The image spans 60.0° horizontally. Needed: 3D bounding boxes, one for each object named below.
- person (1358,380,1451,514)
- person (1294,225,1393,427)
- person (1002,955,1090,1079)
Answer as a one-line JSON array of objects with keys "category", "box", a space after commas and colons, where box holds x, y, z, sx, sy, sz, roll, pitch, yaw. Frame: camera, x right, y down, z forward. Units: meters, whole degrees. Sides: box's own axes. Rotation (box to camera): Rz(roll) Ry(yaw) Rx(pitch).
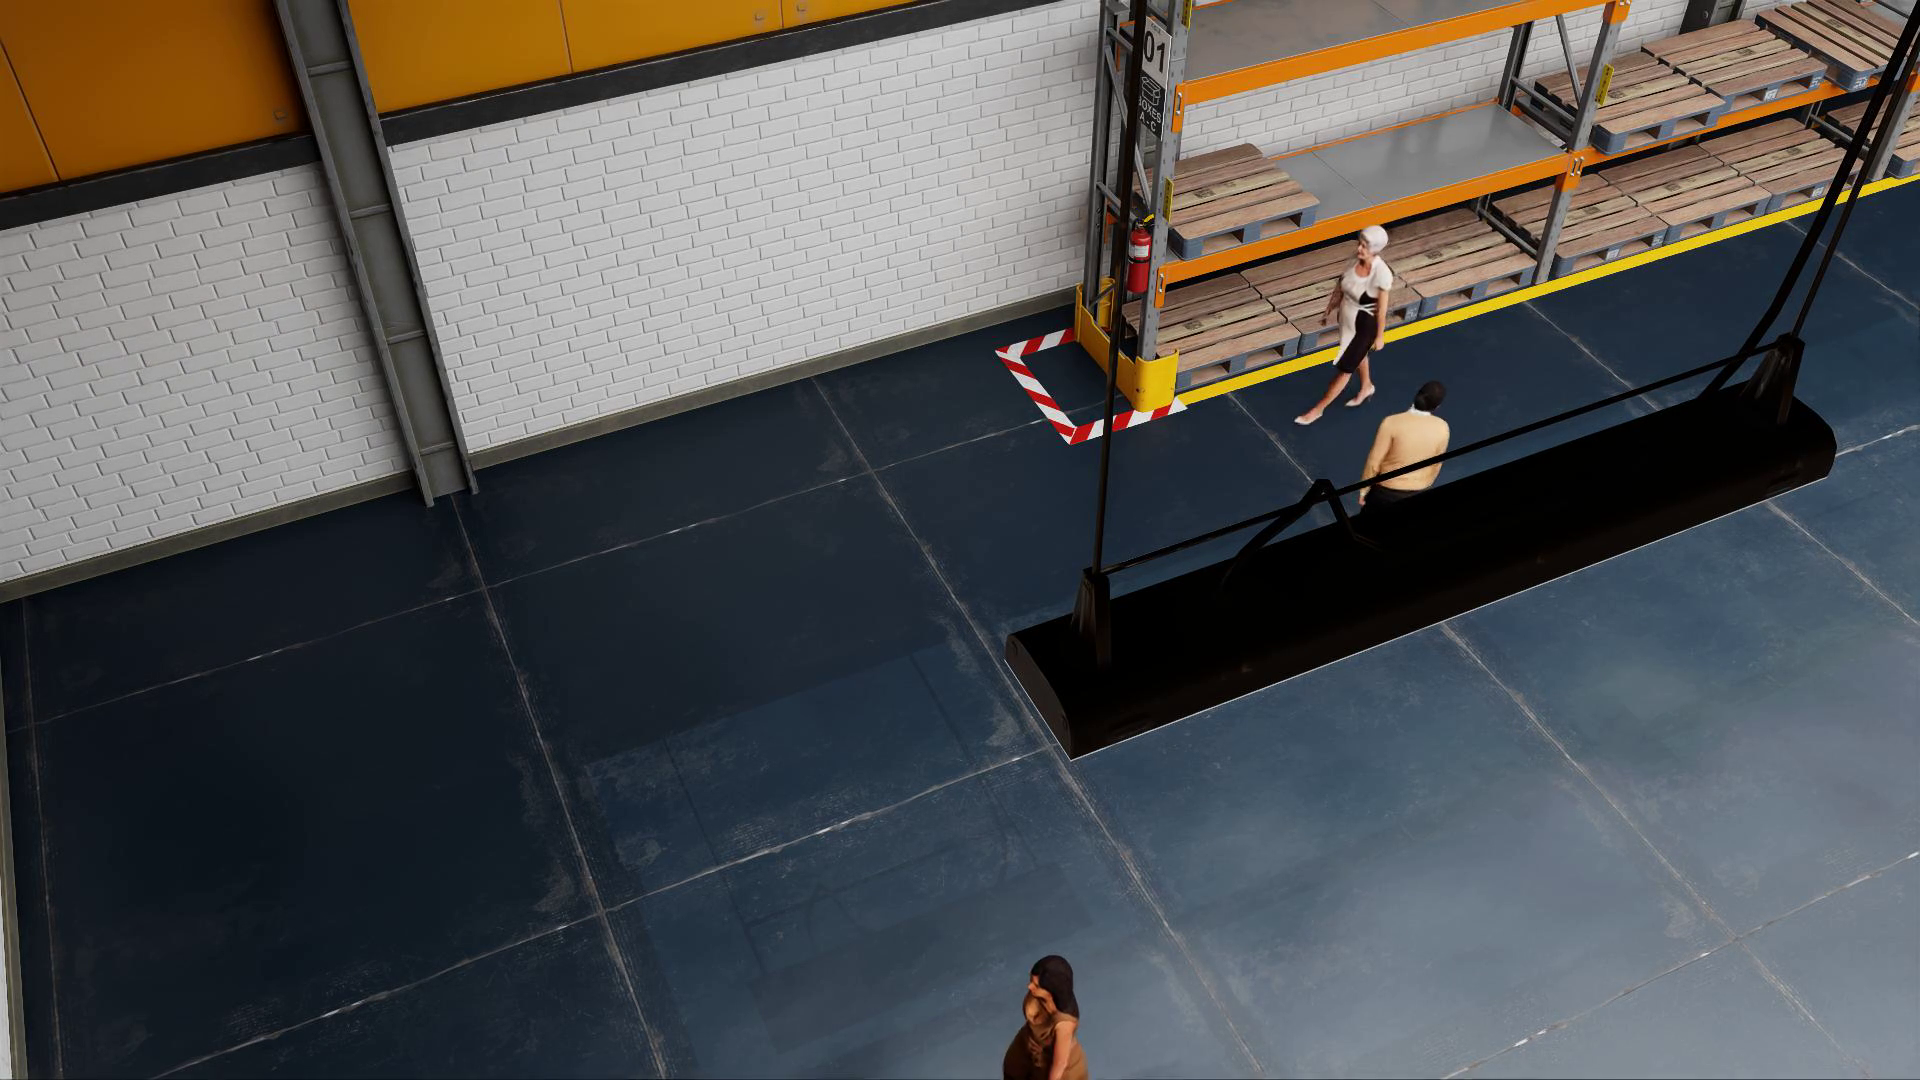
[{"category": "person", "box": [2.946, -0.309, 11.321, 0.736, 1.715, 0.996, -11, 45, -11]}, {"category": "person", "box": [3.122, -1.655, 12.734, 1.028, 1.716, 0.646, -18, 47, -18]}, {"category": "person", "box": [0.527, 2.554, 8.351, 0.855, 1.668, 0.573, -18, 46, -18]}]
